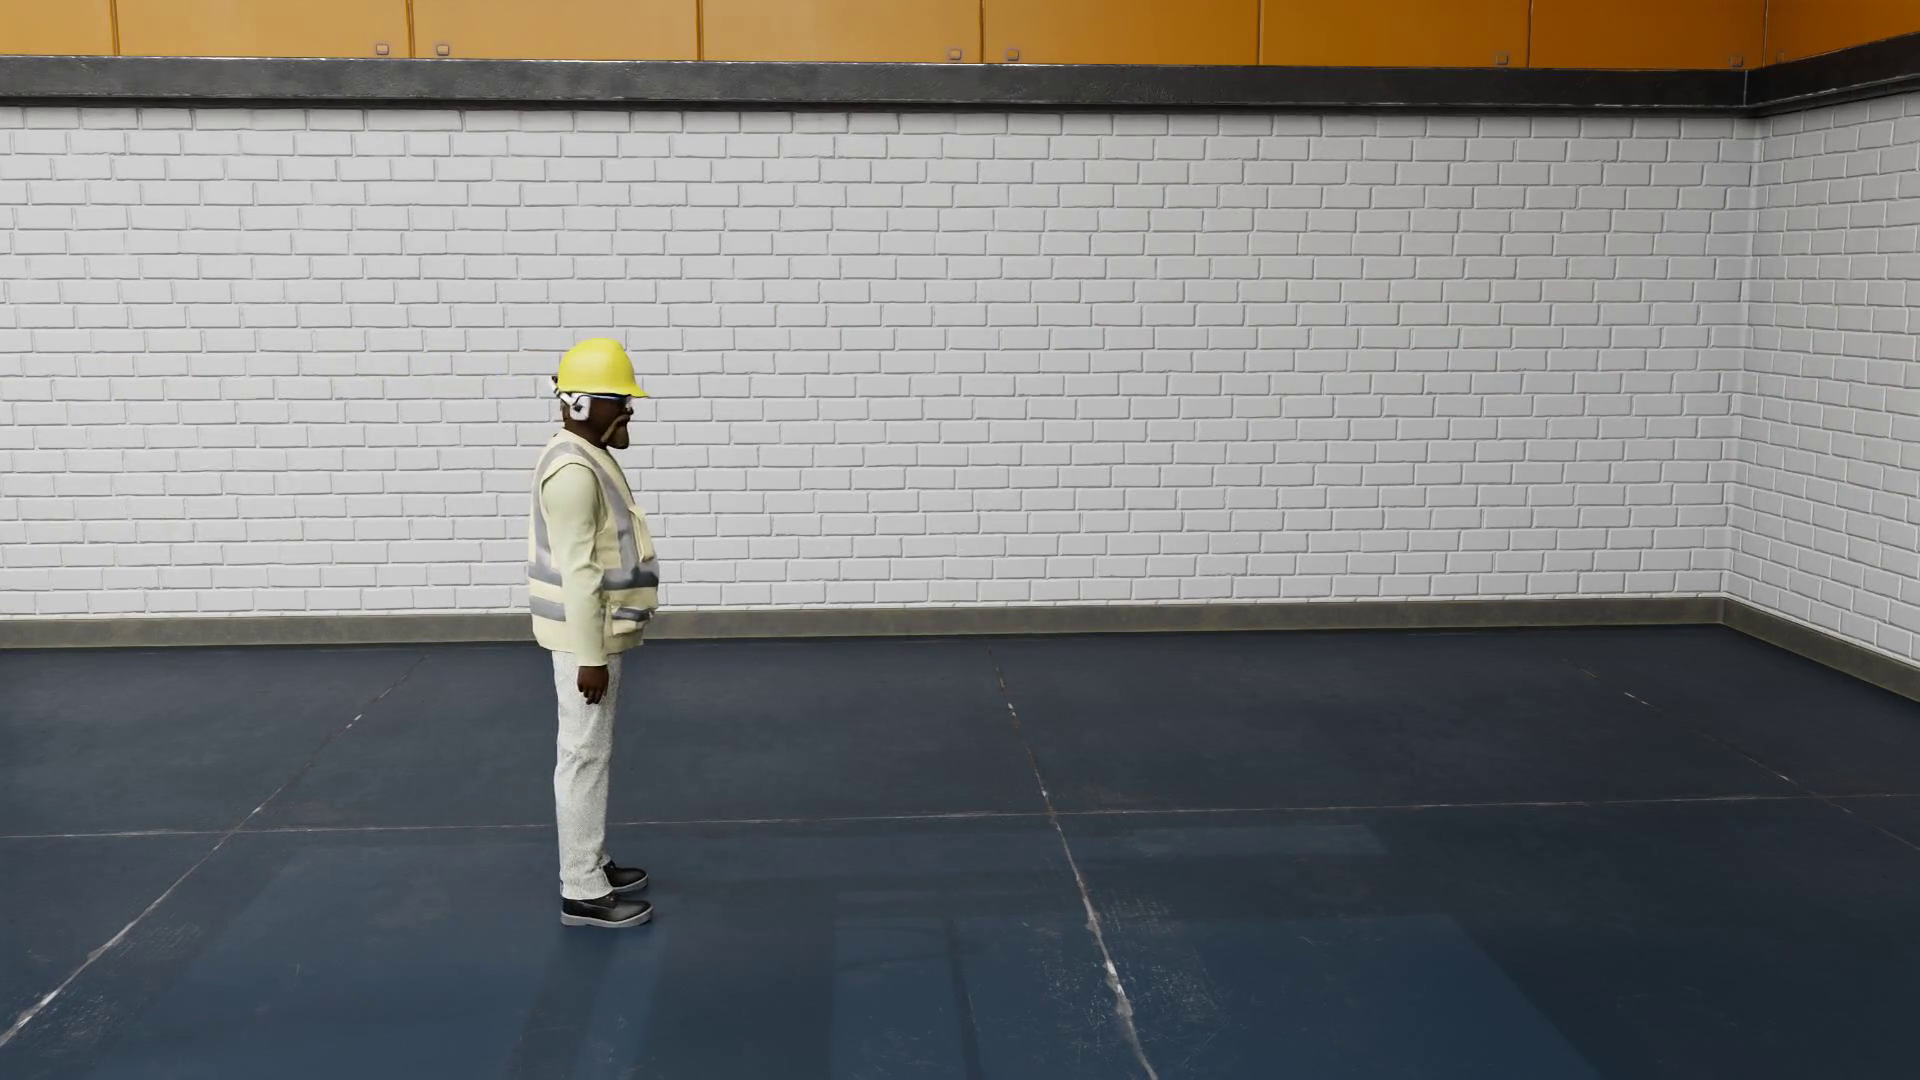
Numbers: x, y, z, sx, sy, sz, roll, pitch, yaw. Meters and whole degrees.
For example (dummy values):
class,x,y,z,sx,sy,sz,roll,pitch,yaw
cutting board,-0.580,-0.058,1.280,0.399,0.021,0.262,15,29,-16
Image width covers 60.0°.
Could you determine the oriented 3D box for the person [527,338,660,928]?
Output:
class,x,y,z,sx,sy,sz,roll,pitch,yaw
person,-1.143,0.284,5.236,0.403,1.828,0.598,-2,9,-11
